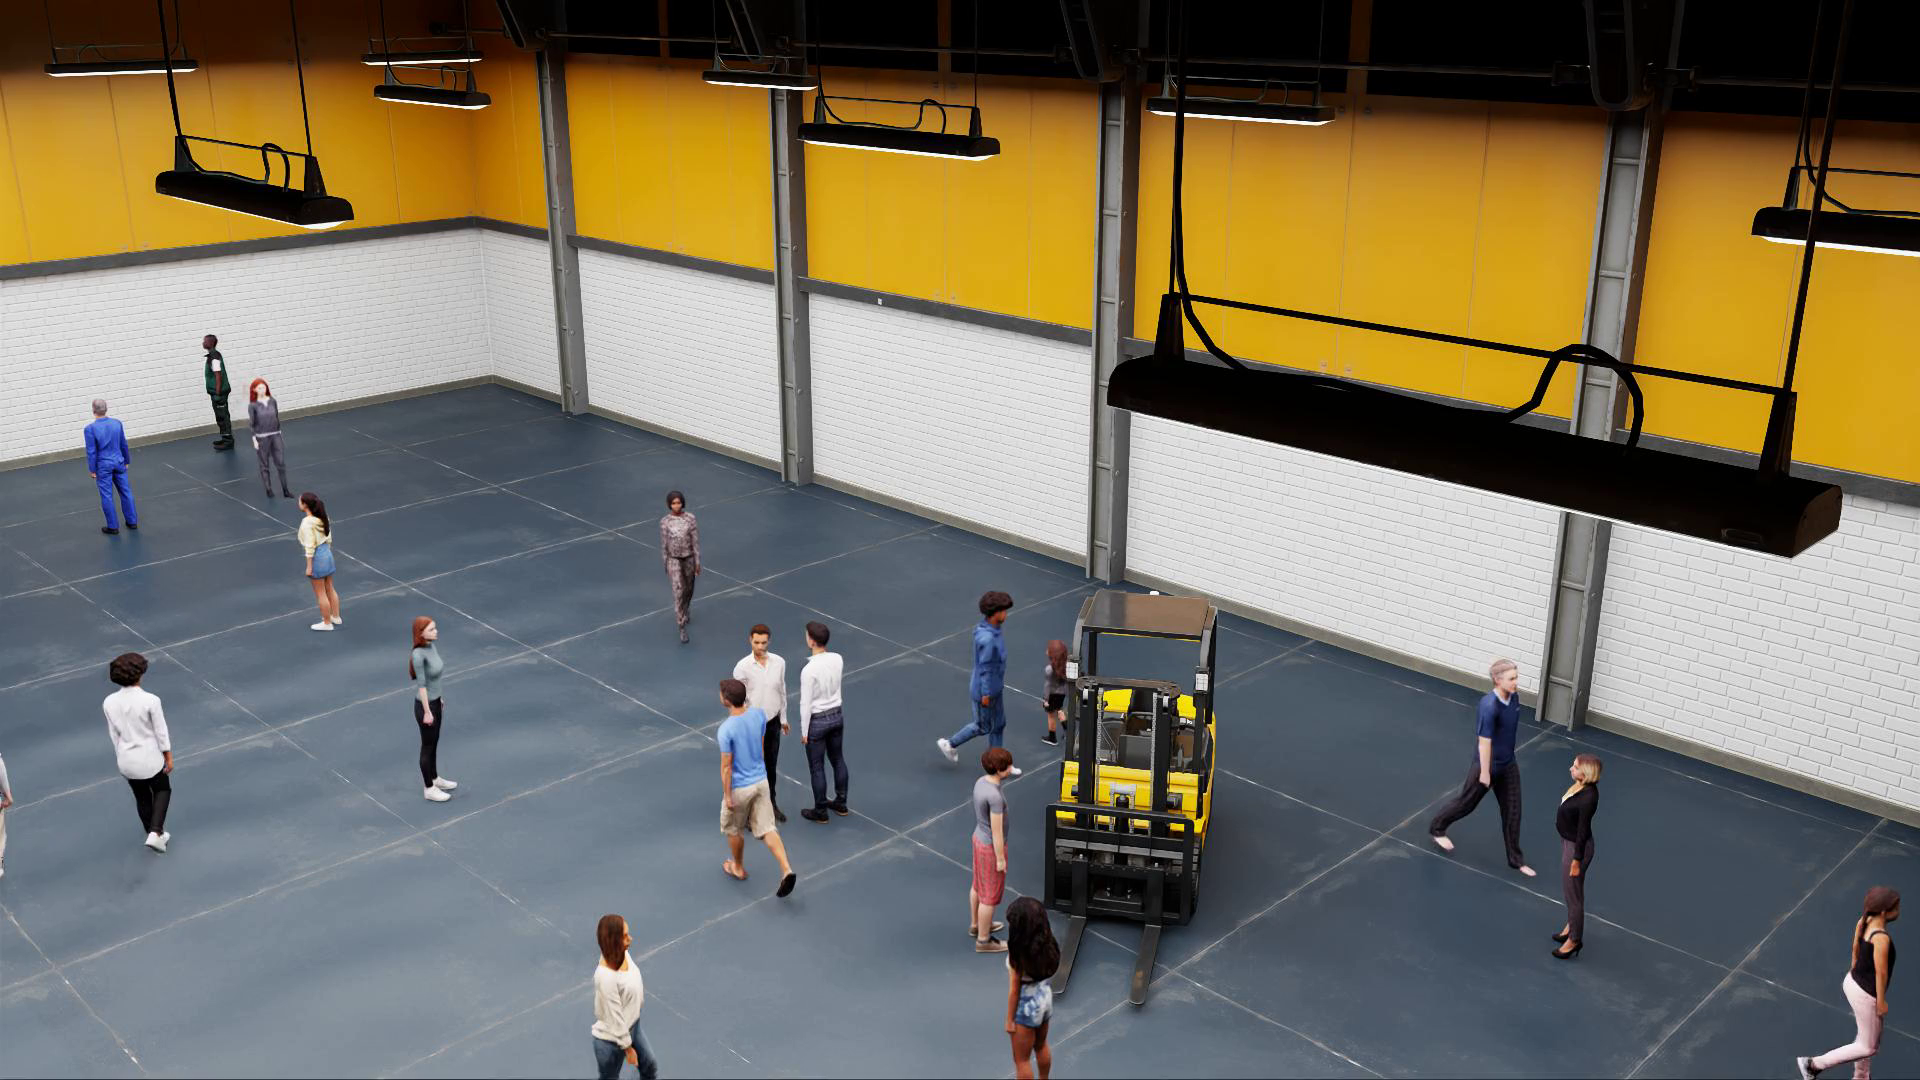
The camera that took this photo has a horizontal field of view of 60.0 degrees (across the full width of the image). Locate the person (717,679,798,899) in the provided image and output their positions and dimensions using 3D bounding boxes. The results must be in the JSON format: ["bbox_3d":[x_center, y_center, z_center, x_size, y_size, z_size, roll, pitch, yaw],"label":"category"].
[{"bbox_3d":[-1.656,2.005,13.397,0.665,1.835,1.125,-16,24,-39],"label":"person"}]

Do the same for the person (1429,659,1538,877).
[{"bbox_3d":[4.352,1.853,13.861,0.738,1.827,1.215,-15,24,-37],"label":"person"}]

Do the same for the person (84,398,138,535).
[{"bbox_3d":[-11.414,-1.001,22.333,0.609,1.829,0.750,13,22,33],"label":"person"}]

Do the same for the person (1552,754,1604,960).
[{"bbox_3d":[4.676,2.374,12.563,0.666,1.668,0.669,6,20,18],"label":"person"}]

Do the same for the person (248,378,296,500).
[{"bbox_3d":[-9.940,-1.449,23.785,0.633,1.751,0.926,-16,24,-39],"label":"person"}]

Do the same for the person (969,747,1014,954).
[{"bbox_3d":[0.226,2.343,12.689,0.728,1.645,0.630,-4,19,-12],"label":"person"}]

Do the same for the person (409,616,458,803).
[{"bbox_3d":[-4.790,1.504,15.030,0.717,1.742,0.660,0,19,1],"label":"person"}]

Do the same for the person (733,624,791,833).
[{"bbox_3d":[-1.745,1.603,14.537,0.689,1.868,0.601,-12,22,-32],"label":"person"}]

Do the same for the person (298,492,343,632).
[{"bbox_3d":[-7.314,0.234,18.977,0.742,1.630,0.721,3,19,8],"label":"person"}]

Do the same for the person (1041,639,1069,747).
[{"bbox_3d":[0.967,1.482,16.101,0.587,1.100,0.516,14,23,35],"label":"person"}]

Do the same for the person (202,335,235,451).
[{"bbox_3d":[-11.738,-2.352,26.325,0.822,1.840,0.674,-8,20,-24],"label":"person"}]

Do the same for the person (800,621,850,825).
[{"bbox_3d":[-1.186,1.593,14.574,0.575,1.863,0.601,17,25,41],"label":"person"}]

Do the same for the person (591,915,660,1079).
[{"bbox_3d":[-2.232,3.094,10.438,0.973,1.660,0.897,2,19,5],"label":"person"}]

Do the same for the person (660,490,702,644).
[{"bbox_3d":[-3.140,0.258,18.829,0.971,1.678,1.217,-5,19,-14],"label":"person"}]

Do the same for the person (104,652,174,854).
[{"bbox_3d":[-6.890,1.847,13.931,0.866,1.793,0.945,-2,19,-6],"label":"person"}]

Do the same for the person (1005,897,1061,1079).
[{"bbox_3d":[0.450,3.023,10.713,0.647,1.618,0.631,10,21,27],"label":"person"}]

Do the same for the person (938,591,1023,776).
[{"bbox_3d":[0.173,1.349,15.433,1.154,1.777,1.005,5,19,15],"label":"person"}]

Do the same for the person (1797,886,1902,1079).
[{"bbox_3d":[5.895,2.985,10.927,0.942,1.553,0.811,3,19,8],"label":"person"}]
